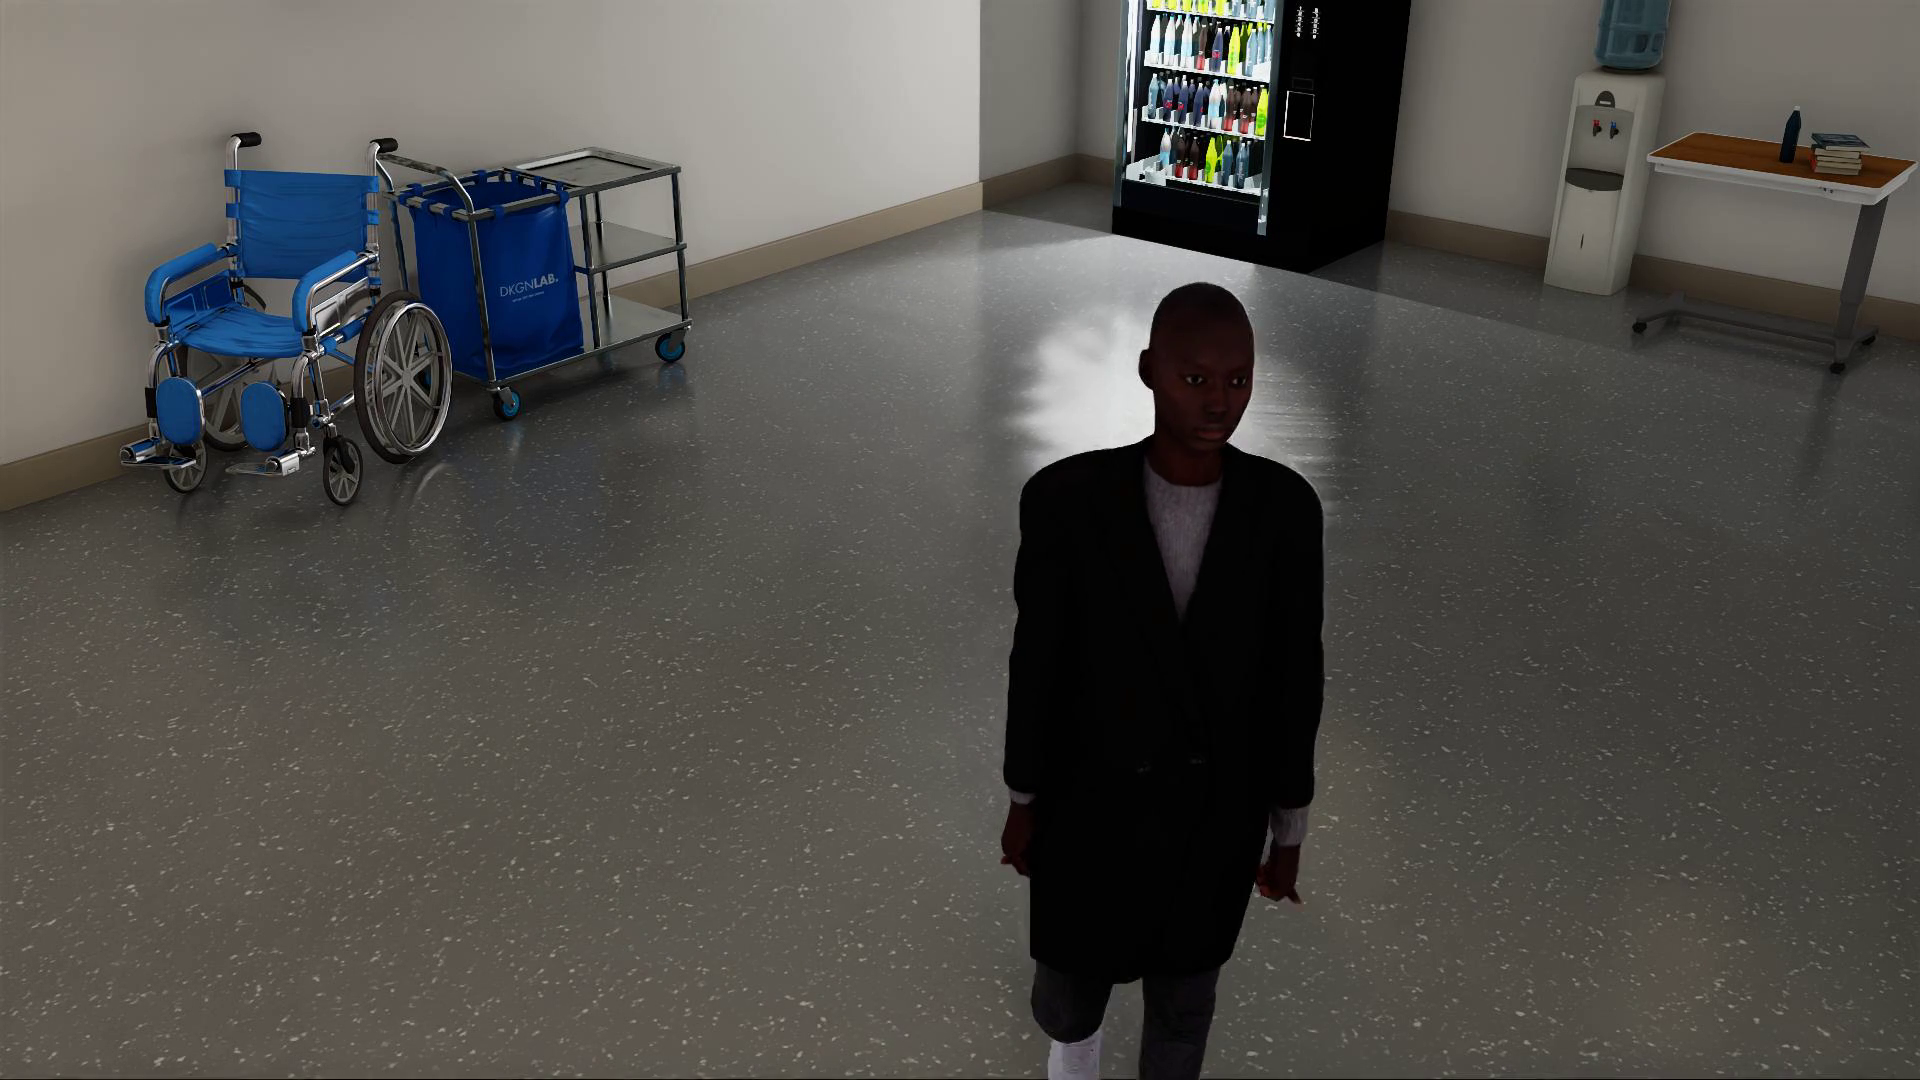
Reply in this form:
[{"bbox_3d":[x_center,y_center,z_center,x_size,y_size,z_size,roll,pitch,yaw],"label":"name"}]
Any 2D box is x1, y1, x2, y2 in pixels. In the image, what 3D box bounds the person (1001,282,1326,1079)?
[{"bbox_3d":[0.315,0.401,2.811,0.907,1.752,0.960,0,26,-1],"label":"person"}]
